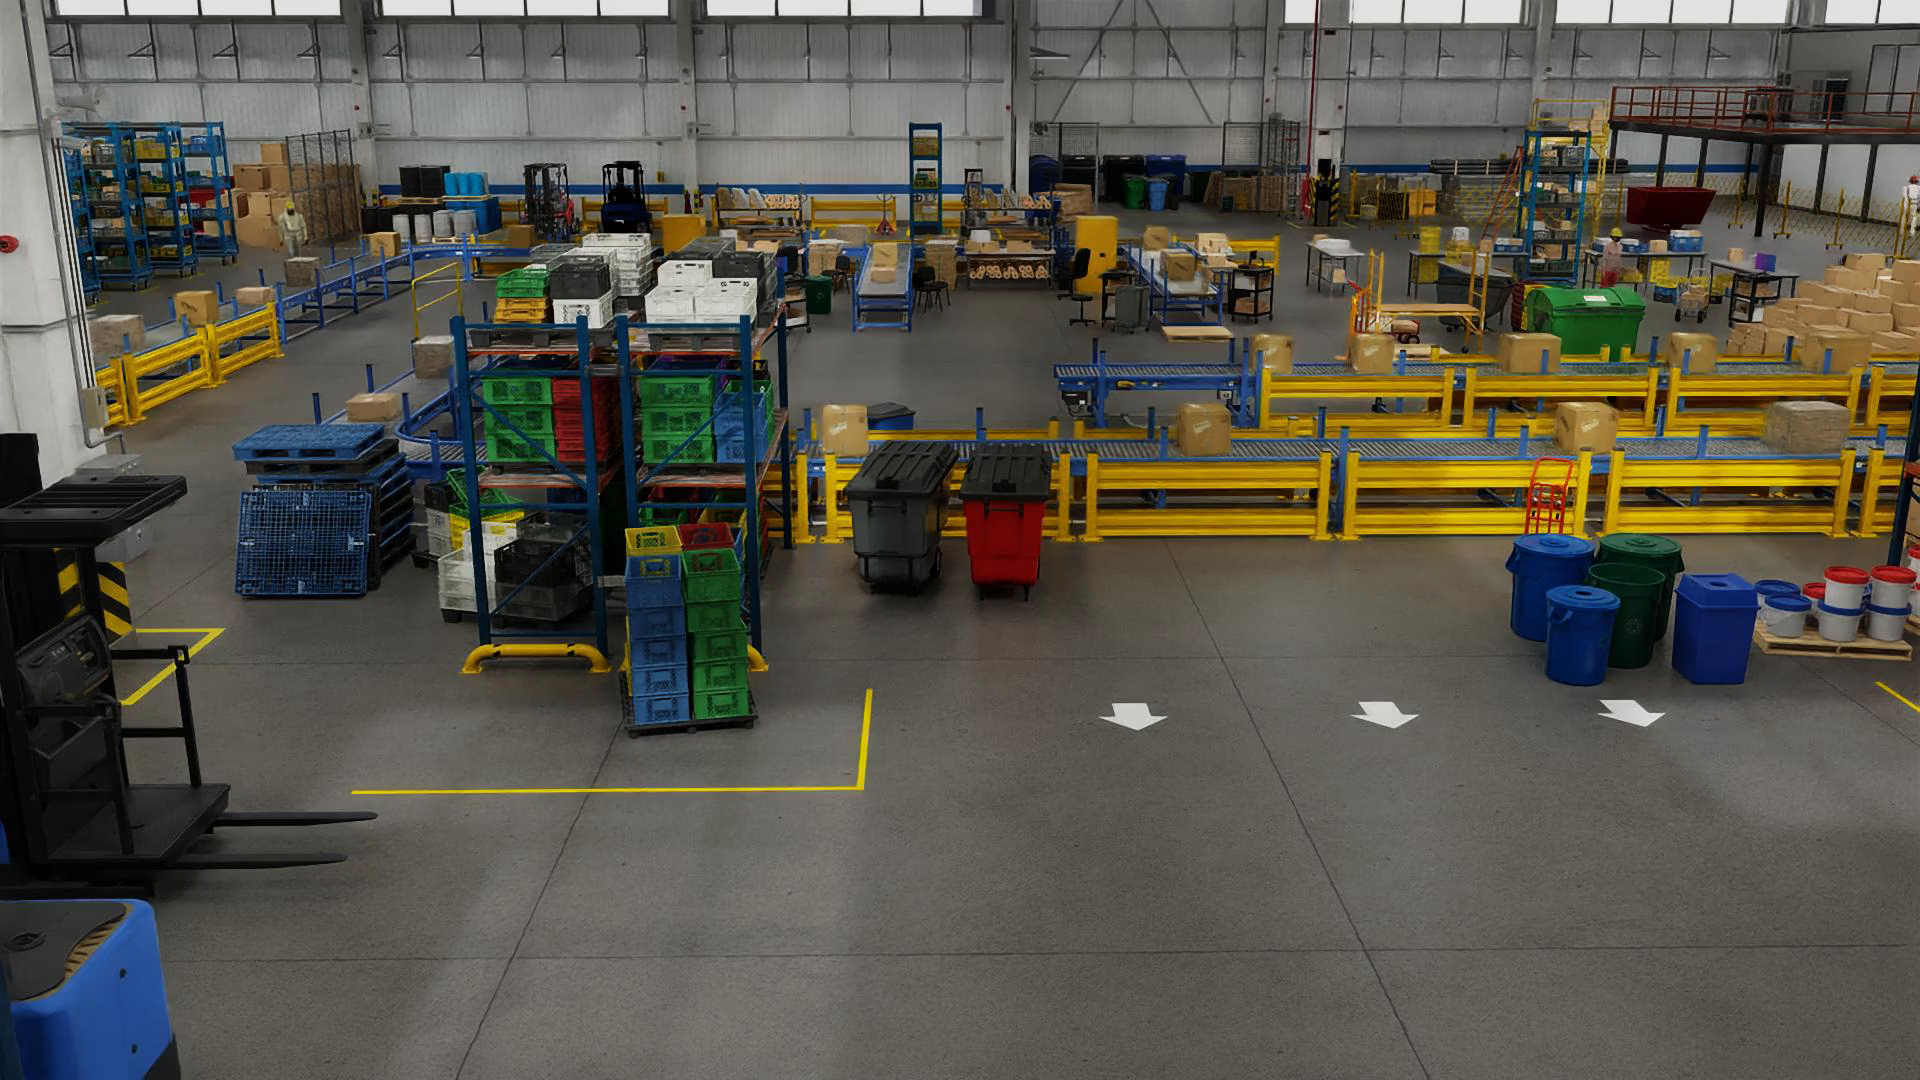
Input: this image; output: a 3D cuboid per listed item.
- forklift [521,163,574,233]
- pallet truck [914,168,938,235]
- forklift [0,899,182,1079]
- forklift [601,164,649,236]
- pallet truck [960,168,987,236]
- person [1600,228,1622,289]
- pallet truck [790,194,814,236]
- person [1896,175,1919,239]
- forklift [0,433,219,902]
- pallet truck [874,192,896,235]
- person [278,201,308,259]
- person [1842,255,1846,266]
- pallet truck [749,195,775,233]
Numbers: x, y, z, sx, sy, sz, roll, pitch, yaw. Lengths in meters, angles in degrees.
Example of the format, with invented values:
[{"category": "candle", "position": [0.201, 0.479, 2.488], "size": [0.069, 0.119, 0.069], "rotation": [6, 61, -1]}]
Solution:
[{"category": "forklift", "position": [-12.233, -10.122, 49.298], "size": [1.157, 1.987, 2.680], "rotation": [0, 16, -1]}, {"category": "pallet truck", "position": [-0.989, -10.316, 50.507], "size": [0.823, 1.965, 1.885], "rotation": [1, 16, 3]}, {"category": "forklift", "position": [-4.867, 1.573, 7.610], "size": [1.873, 2.768, 1.129], "rotation": [0, 16, -1]}, {"category": "forklift", "position": [-9.948, -10.127, 49.296], "size": [1.157, 1.987, 2.680], "rotation": [-1, 16, -3]}, {"category": "pallet truck", "position": [0.383, -10.230, 50.206], "size": [0.823, 1.965, 1.885], "rotation": [-1, 16, -3]}, {"category": "person", "position": [13.465, -5.557, 34.376], "size": [0.523, 1.769, 0.317], "rotation": [-8, 18, -26]}, {"category": "pallet truck", "position": [-4.814, -9.883, 50.259], "size": [0.704, 1.261, 1.522], "rotation": [-1, 16, -3]}, {"category": "person", "position": [28.123, -9.854, 49.196], "size": [0.600, 1.837, 0.999], "rotation": [3, 16, 10]}, {"category": "forklift", "position": [-5.952, 0.780, 10.366], "size": [1.873, 2.768, 1.129], "rotation": [0, 16, -1]}, {"category": "pallet truck", "position": [-2.277, -9.986, 50.594], "size": [0.653, 1.274, 1.630], "rotation": [0, 16, -1]}, {"category": "person", "position": [-16.282, -7.384, 40.687], "size": [0.621, 1.780, 0.914], "rotation": [-11, 19, -34]}, {"category": "person", "position": [15.439, -4.128, 29.290], "size": [0.914, 1.837, 0.524], "rotation": [-1, 16, -4]}, {"category": "pallet truck", "position": [-6.051, -9.967, 50.660], "size": [0.680, 1.201, 1.601], "rotation": [0, 16, -1]}]
